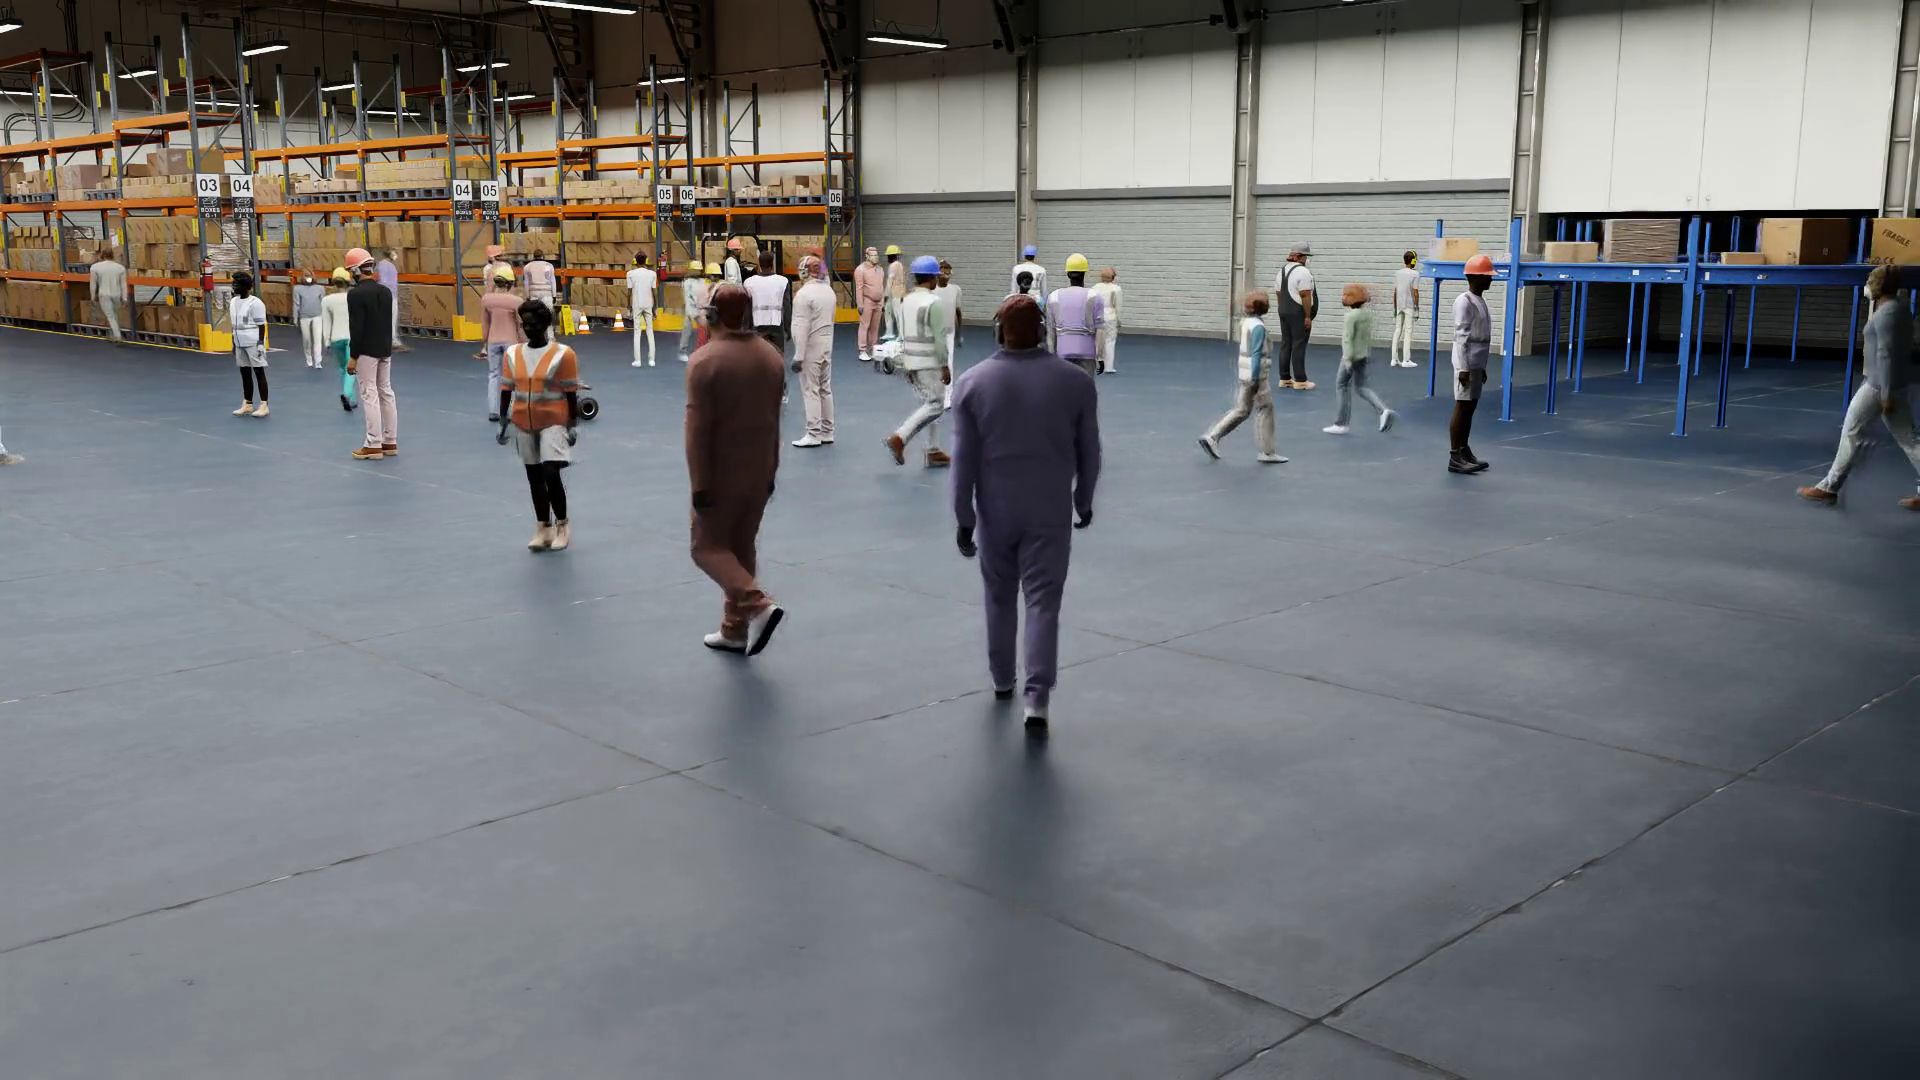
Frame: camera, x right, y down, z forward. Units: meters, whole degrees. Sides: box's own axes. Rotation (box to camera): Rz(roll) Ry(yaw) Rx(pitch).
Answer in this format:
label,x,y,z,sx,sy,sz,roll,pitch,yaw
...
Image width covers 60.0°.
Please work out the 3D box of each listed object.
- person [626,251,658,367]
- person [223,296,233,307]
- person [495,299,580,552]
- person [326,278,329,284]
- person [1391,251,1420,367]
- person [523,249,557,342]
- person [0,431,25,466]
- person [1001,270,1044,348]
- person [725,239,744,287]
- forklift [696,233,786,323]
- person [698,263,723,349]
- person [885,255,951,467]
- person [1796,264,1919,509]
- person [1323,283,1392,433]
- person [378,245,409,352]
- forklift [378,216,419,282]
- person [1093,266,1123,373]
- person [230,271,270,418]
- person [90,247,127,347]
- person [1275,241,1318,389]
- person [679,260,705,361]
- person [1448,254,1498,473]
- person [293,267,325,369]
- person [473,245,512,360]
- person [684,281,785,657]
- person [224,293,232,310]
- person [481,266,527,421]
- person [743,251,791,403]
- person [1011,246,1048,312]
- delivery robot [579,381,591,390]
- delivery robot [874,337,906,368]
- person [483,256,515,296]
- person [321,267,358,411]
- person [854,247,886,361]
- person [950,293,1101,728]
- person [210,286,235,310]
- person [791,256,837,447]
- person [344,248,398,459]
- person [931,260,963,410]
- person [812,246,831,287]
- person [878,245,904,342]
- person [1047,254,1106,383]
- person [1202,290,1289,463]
label,x,y,z,sx,sy,sz,roll,pitch,yaw
person,-5.160,-3.752,26.997,0.493,1.860,0.332,-4,11,-21
person,-17.869,-6.231,40.630,0.562,1.809,0.599,10,14,43
person,-2.831,-0.751,11.095,0.543,1.685,0.460,3,11,14
person,-17.791,-7.438,47.143,0.430,1.841,0.624,-2,11,-11
person,7.211,-3.731,26.876,0.311,1.864,0.509,-8,13,-37
person,-8.326,-4.855,33.051,0.627,1.843,0.429,-1,10,-5
person,-9.134,-1.605,15.269,0.745,1.862,0.595,-3,11,-18
person,0.780,-2.538,20.843,0.549,1.680,0.526,0,10,0
person,-4.200,-4.579,30.986,0.389,2.045,0.606,-2,11,-9
forklift,-5.496,-6.489,41.108,2.313,2.155,1.214,-10,14,-44
person,-3.477,-3.054,23.576,0.528,1.716,0.946,-10,14,-43
person,-0.356,-1.606,15.080,0.721,1.931,0.619,-6,12,-29
person,7.191,-1.185,12.914,1.026,1.894,0.628,9,14,42
person,4.257,-1.930,17.717,0.658,1.612,0.504,10,14,43
person,-10.383,-4.411,30.383,0.432,1.940,0.631,-1,10,-8
forklift,-17.868,-9.201,54.028,1.873,2.768,1.129,-10,14,-44
person,2.242,-3.370,25.512,0.534,1.629,0.418,6,12,30
person,-8.313,-2.287,19.433,0.533,1.698,0.322,6,12,28
person,-16.226,-4.641,31.783,1.045,1.895,0.628,9,14,42
person,4.715,-3.117,23.139,0.536,2.000,0.673,-4,11,-23
person,-4.422,-3.823,27.823,0.923,1.690,0.496,9,13,39
person,4.615,-1.585,14.955,0.357,1.938,0.542,7,12,33
person,-10.430,-3.571,26.691,0.510,1.604,0.774,-5,11,-25
person,-7.862,-4.041,28.343,1.016,1.946,0.633,2,11,11
person,-1.097,-0.336,8.284,0.613,1.886,0.651,8,13,38
person,-16.973,-5.908,38.345,0.658,2.001,0.492,-5,11,-25
person,-5.193,-2.235,18.987,0.530,1.762,0.329,1,10,7
person,-2.428,-2.692,21.050,0.592,1.917,0.392,-1,10,-4
person,1.209,-4.177,29.110,0.652,1.921,0.779,0,10,2
delivery robot,-4.632,-1.834,19.234,0.698,0.223,0.335,-7,13,-35
delivery robot,-1.042,-2.912,25.822,0.477,0.478,0.707,-6,12,-31
person,-8.741,-4.621,31.574,0.613,1.919,0.537,-9,14,-41
person,-7.453,-2.434,20.128,0.519,1.737,0.824,0,10,-1
person,-1.492,-4.003,28.220,0.399,1.909,0.642,9,13,39
person,0.287,-0.138,7.303,0.645,1.870,0.979,1,10,5
person,-15.742,-5.318,35.462,0.355,1.882,0.575,9,14,40
person,-1.497,-1.901,16.764,0.405,1.905,0.652,5,11,23
person,-5.645,-1.779,15.880,0.393,1.985,0.611,3,11,15
person,-0.218,-2.538,20.506,0.527,1.817,1.008,-1,10,-7
person,-3.318,-5.810,38.199,0.558,1.878,1.042,-9,14,-42
person,-1.402,-4.922,33.242,0.734,1.902,0.598,1,10,5
person,1.139,-1.827,16.290,0.587,1.930,0.356,3,11,18
person,2.679,-1.525,15.515,0.740,1.616,0.522,0,10,-2
